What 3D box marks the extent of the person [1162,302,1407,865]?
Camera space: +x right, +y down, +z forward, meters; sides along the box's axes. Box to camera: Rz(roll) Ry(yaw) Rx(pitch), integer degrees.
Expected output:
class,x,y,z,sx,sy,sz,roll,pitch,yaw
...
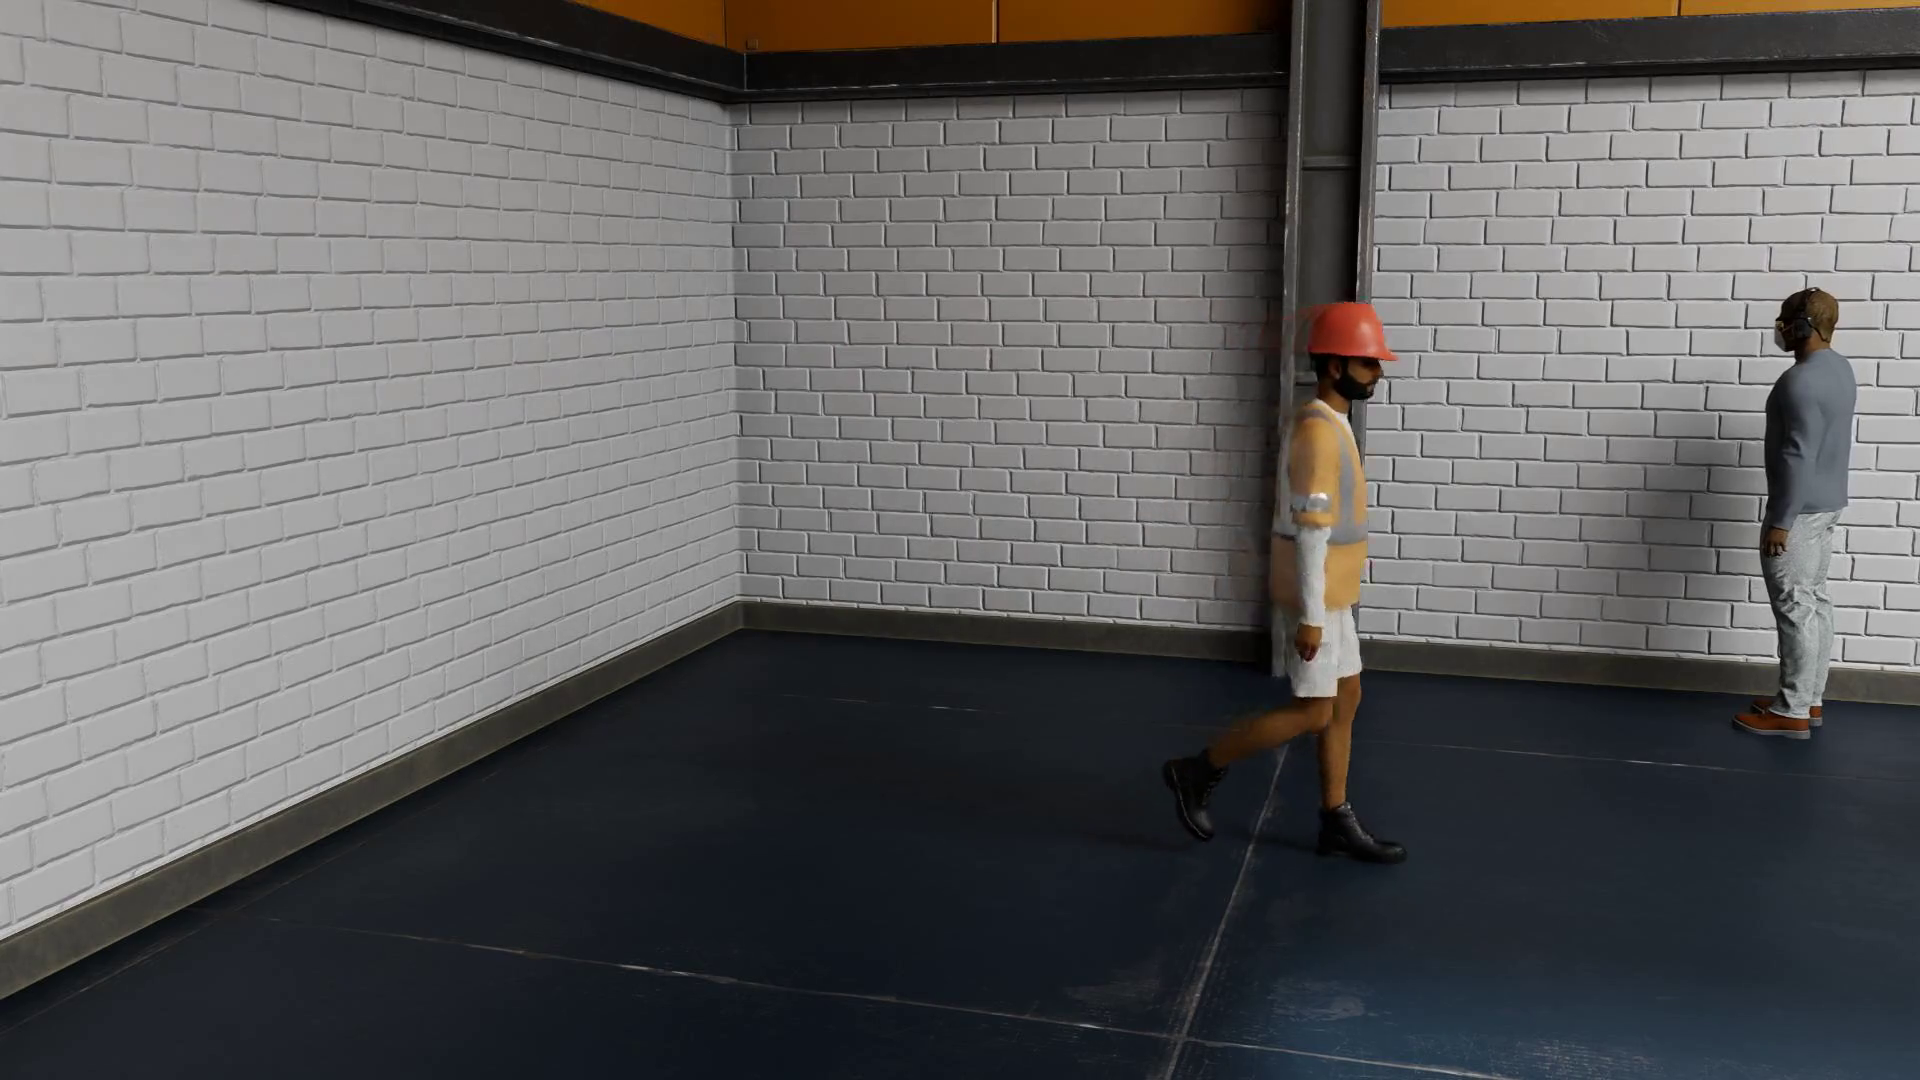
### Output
class,x,y,z,sx,sy,sz,roll,pitch,yaw
person,1.123,0.159,5.601,0.740,1.917,0.552,3,10,17

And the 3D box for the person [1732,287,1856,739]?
class,x,y,z,sx,sy,sz,roll,pitch,yaw
person,3.625,-0.115,7.185,0.356,1.938,0.638,8,12,40
